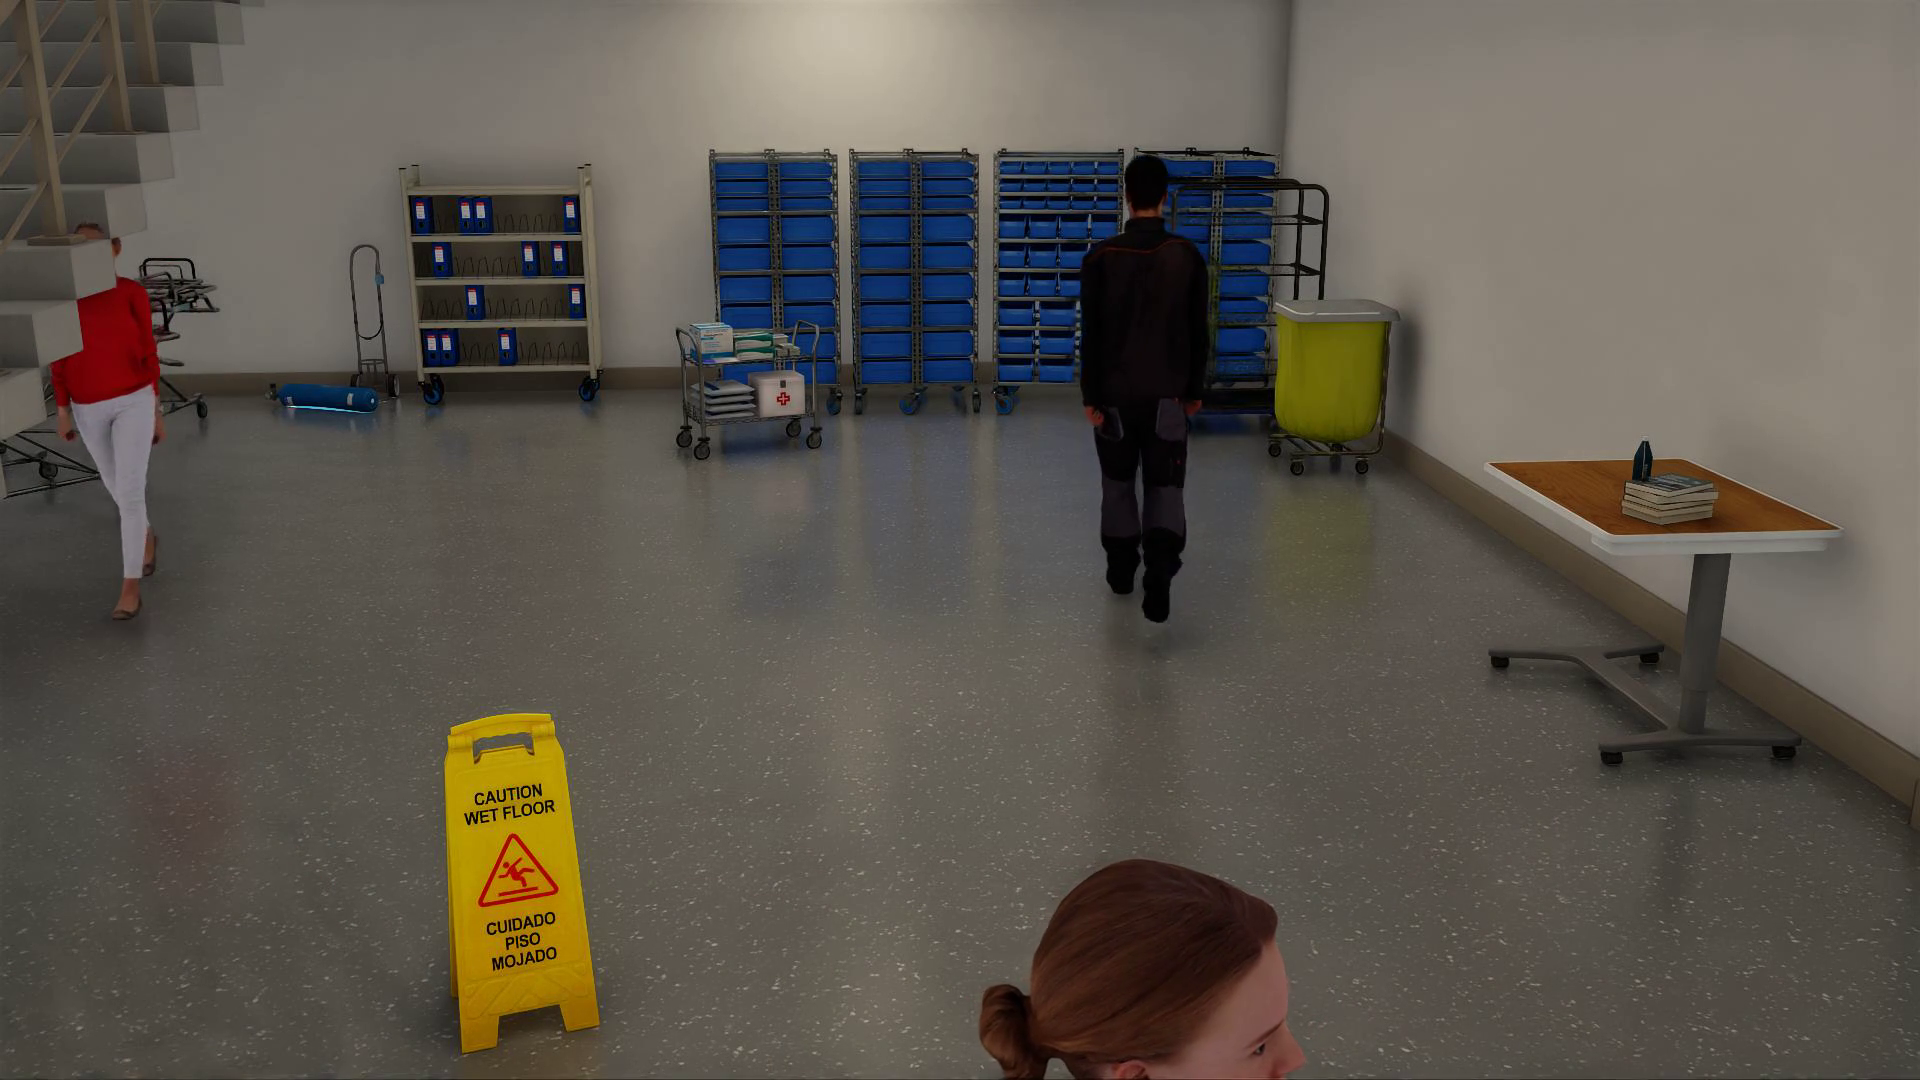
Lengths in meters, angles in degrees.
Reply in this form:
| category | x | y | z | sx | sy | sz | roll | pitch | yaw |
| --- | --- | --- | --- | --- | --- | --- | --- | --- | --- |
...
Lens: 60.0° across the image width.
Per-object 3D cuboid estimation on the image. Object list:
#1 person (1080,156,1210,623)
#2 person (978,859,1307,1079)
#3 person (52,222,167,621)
| category | x | y | z | sx | sy | sz | roll | pitch | yaw |
| --- | --- | --- | --- | --- | --- | --- | --- | --- | --- |
| person | 0.767 | -0.599 | 6.960 | 0.764 | 1.907 | 1.185 | 0 | 16 | 1 |
| person | 0.154 | 1.058 | 1.493 | 0.728 | 1.685 | 0.566 | 2 | 16 | 7 |
| person | -3.663 | -0.541 | 7.229 | 0.684 | 1.651 | 1.185 | -4 | 16 | -14 |
